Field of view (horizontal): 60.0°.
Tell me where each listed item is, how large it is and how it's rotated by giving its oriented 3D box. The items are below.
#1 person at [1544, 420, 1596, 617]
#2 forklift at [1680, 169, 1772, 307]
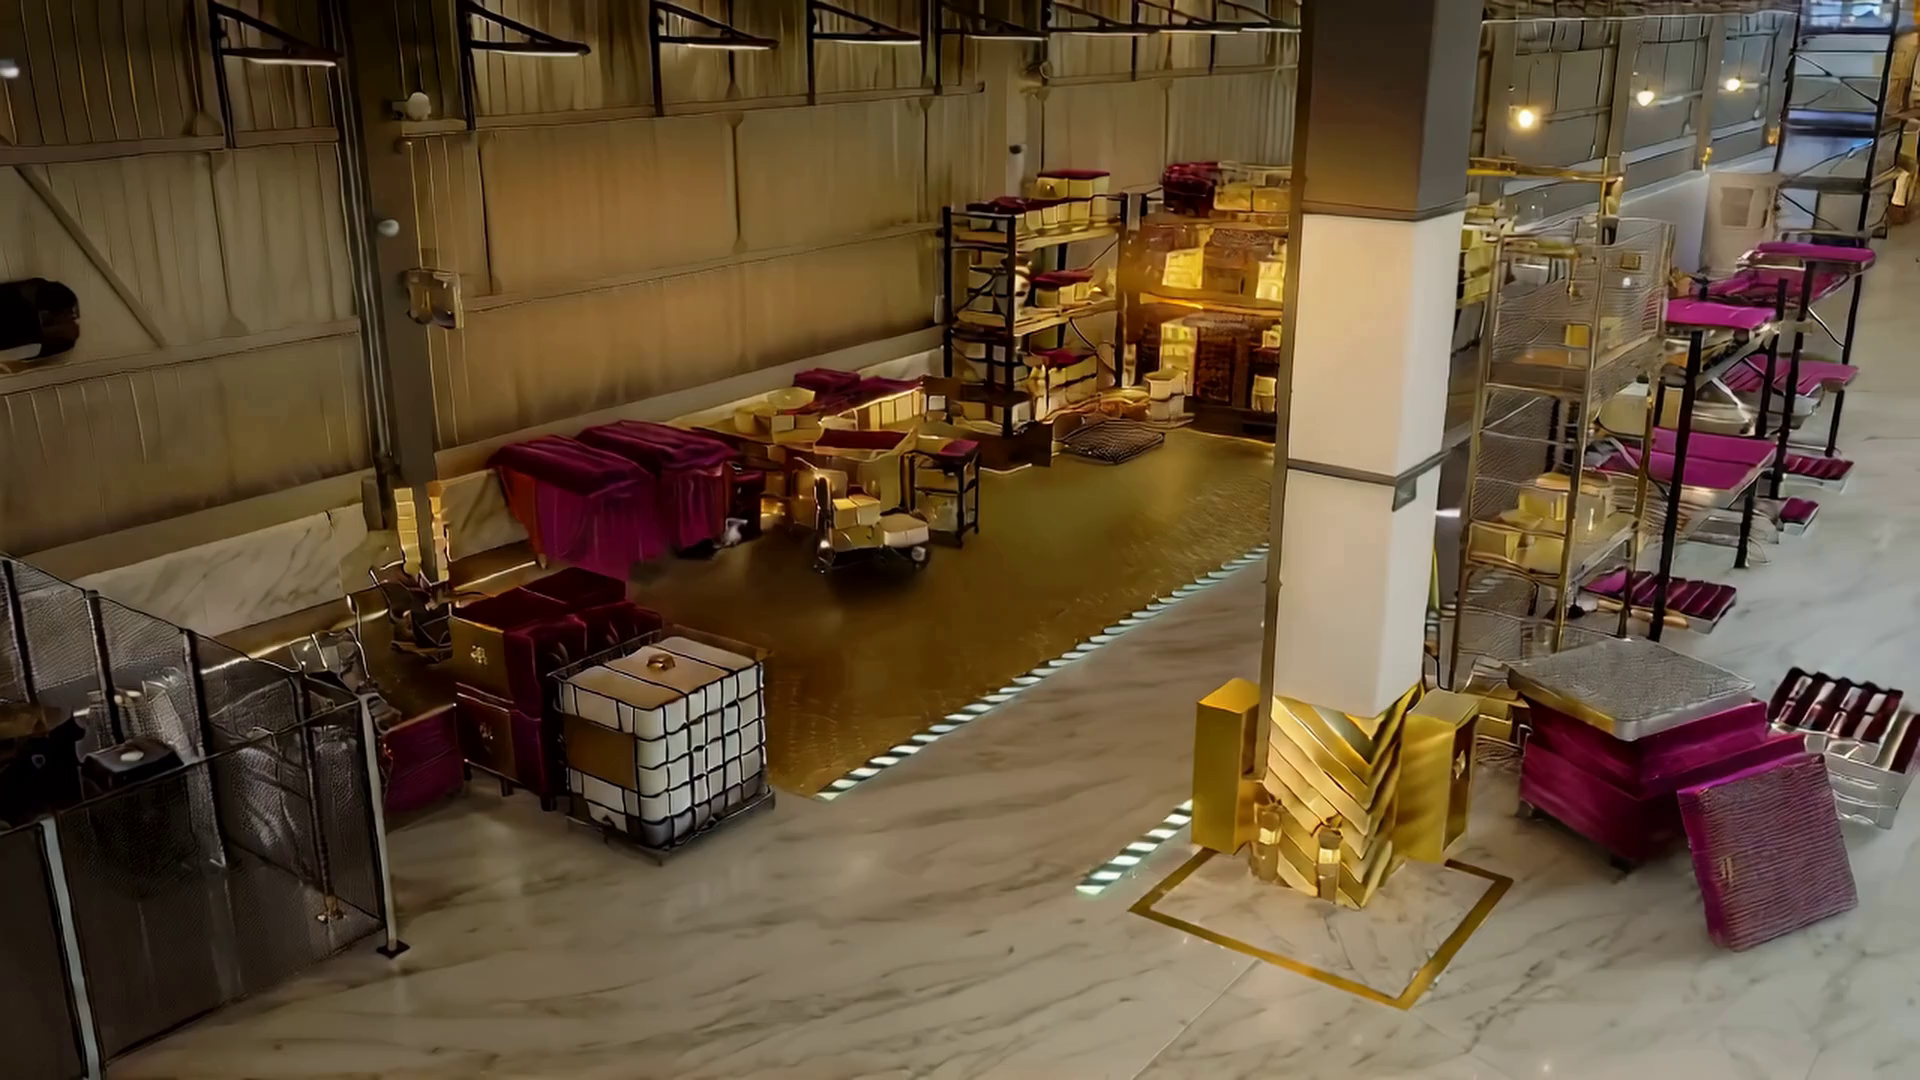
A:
[{"bbox_3d":[5.760,-0.209,15.774,0.375,1.932,0.544,-12,22,-32],"label":"person"},{"bbox_3d":[13.427,-5.032,29.020,1.129,2.768,1.873,13,22,34],"label":"forklift"}]
